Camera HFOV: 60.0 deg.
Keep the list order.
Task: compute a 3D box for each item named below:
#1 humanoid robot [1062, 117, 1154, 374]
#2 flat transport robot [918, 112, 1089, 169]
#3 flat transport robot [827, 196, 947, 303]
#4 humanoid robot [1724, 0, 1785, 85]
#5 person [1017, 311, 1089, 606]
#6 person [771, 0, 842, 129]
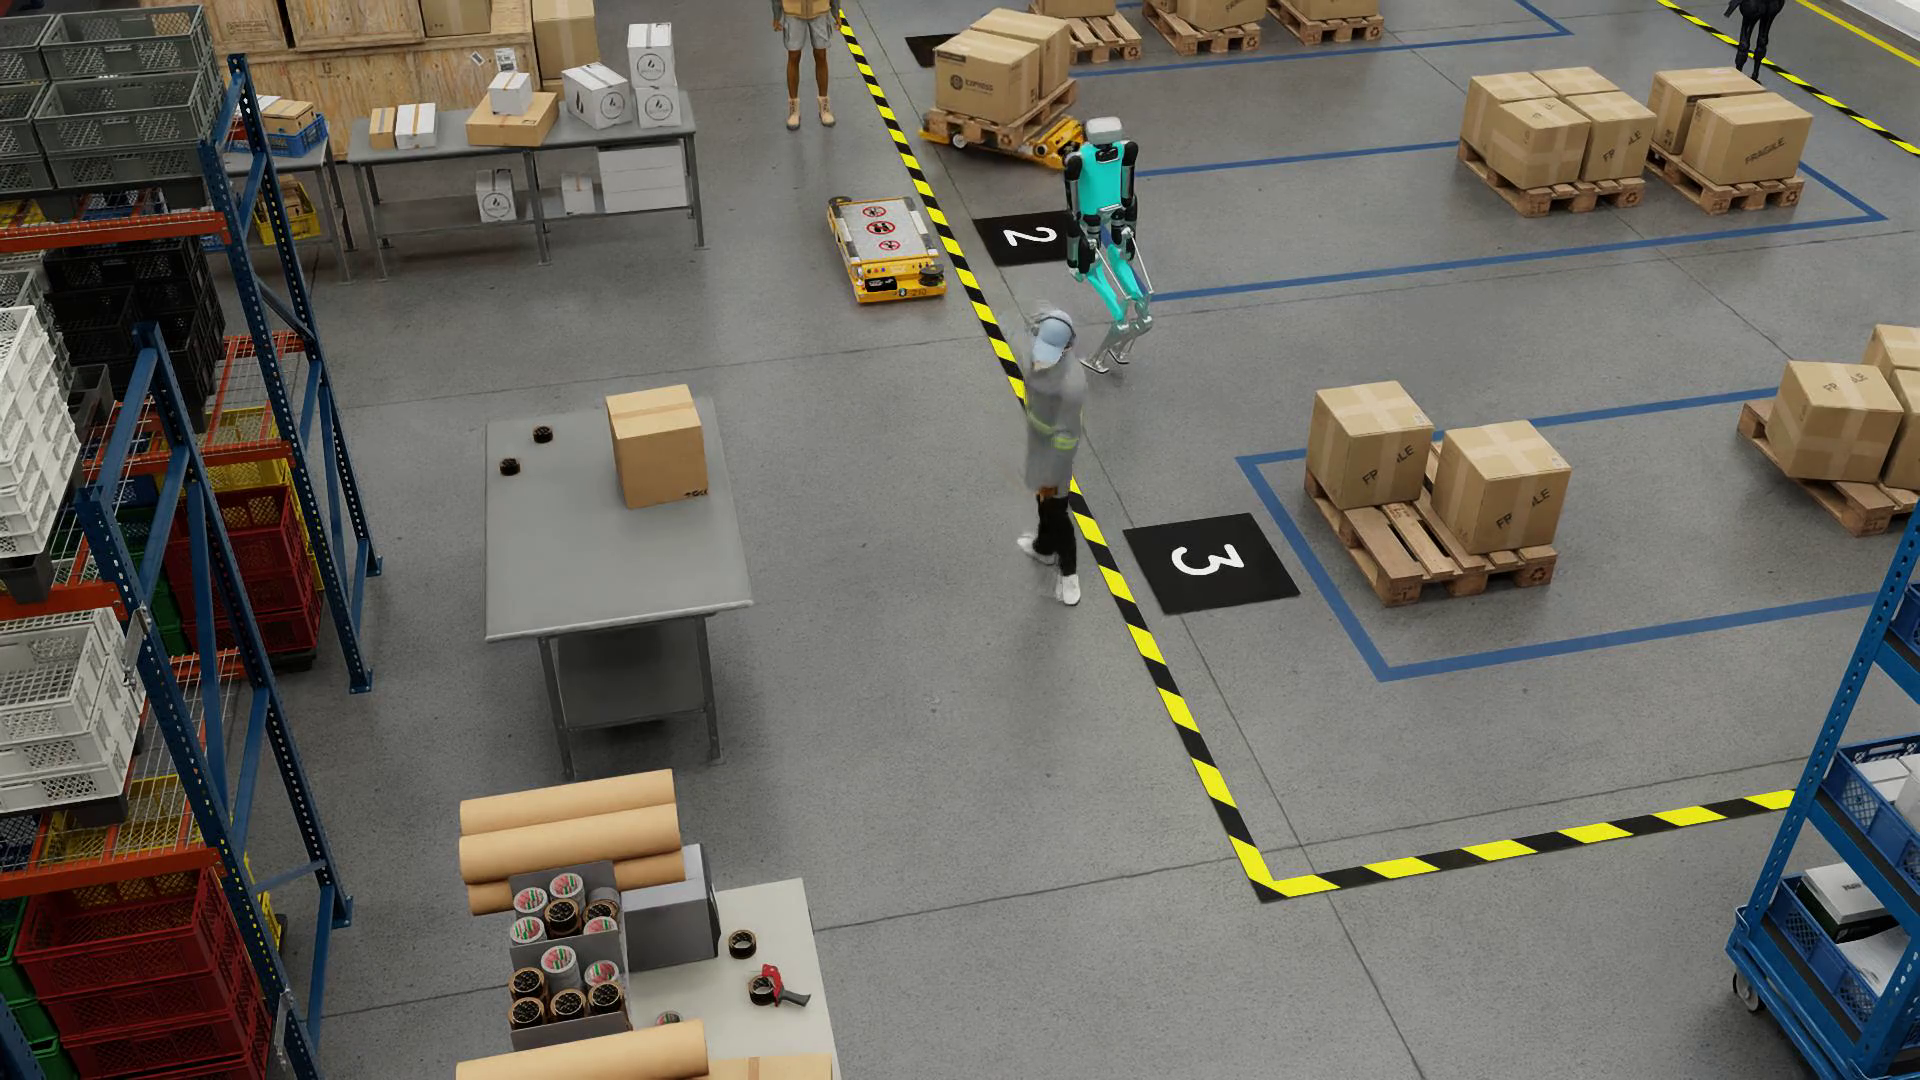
[{"bbox_3d":[1.009,-1.817,10.654,0.533,1.676,0.735,-19,41,-23],"label":"humanoid robot"},{"bbox_3d":[0.420,-3.521,14.262,1.431,0.197,0.652,17,40,22],"label":"flat transport robot"},{"bbox_3d":[-0.570,-2.220,12.538,0.659,0.231,1.431,-8,37,-10],"label":"flat transport robot"},{"bbox_3d":[7.197,-4.892,14.938,0.599,1.655,0.315,-15,39,-19],"label":"humanoid robot"},{"bbox_3d":[0.466,-0.521,8.970,0.374,1.808,0.699,-10,38,-14],"label":"person"},{"bbox_3d":[-1.300,-4.505,14.126,0.605,2.041,0.382,-6,37,-7],"label":"person"}]
